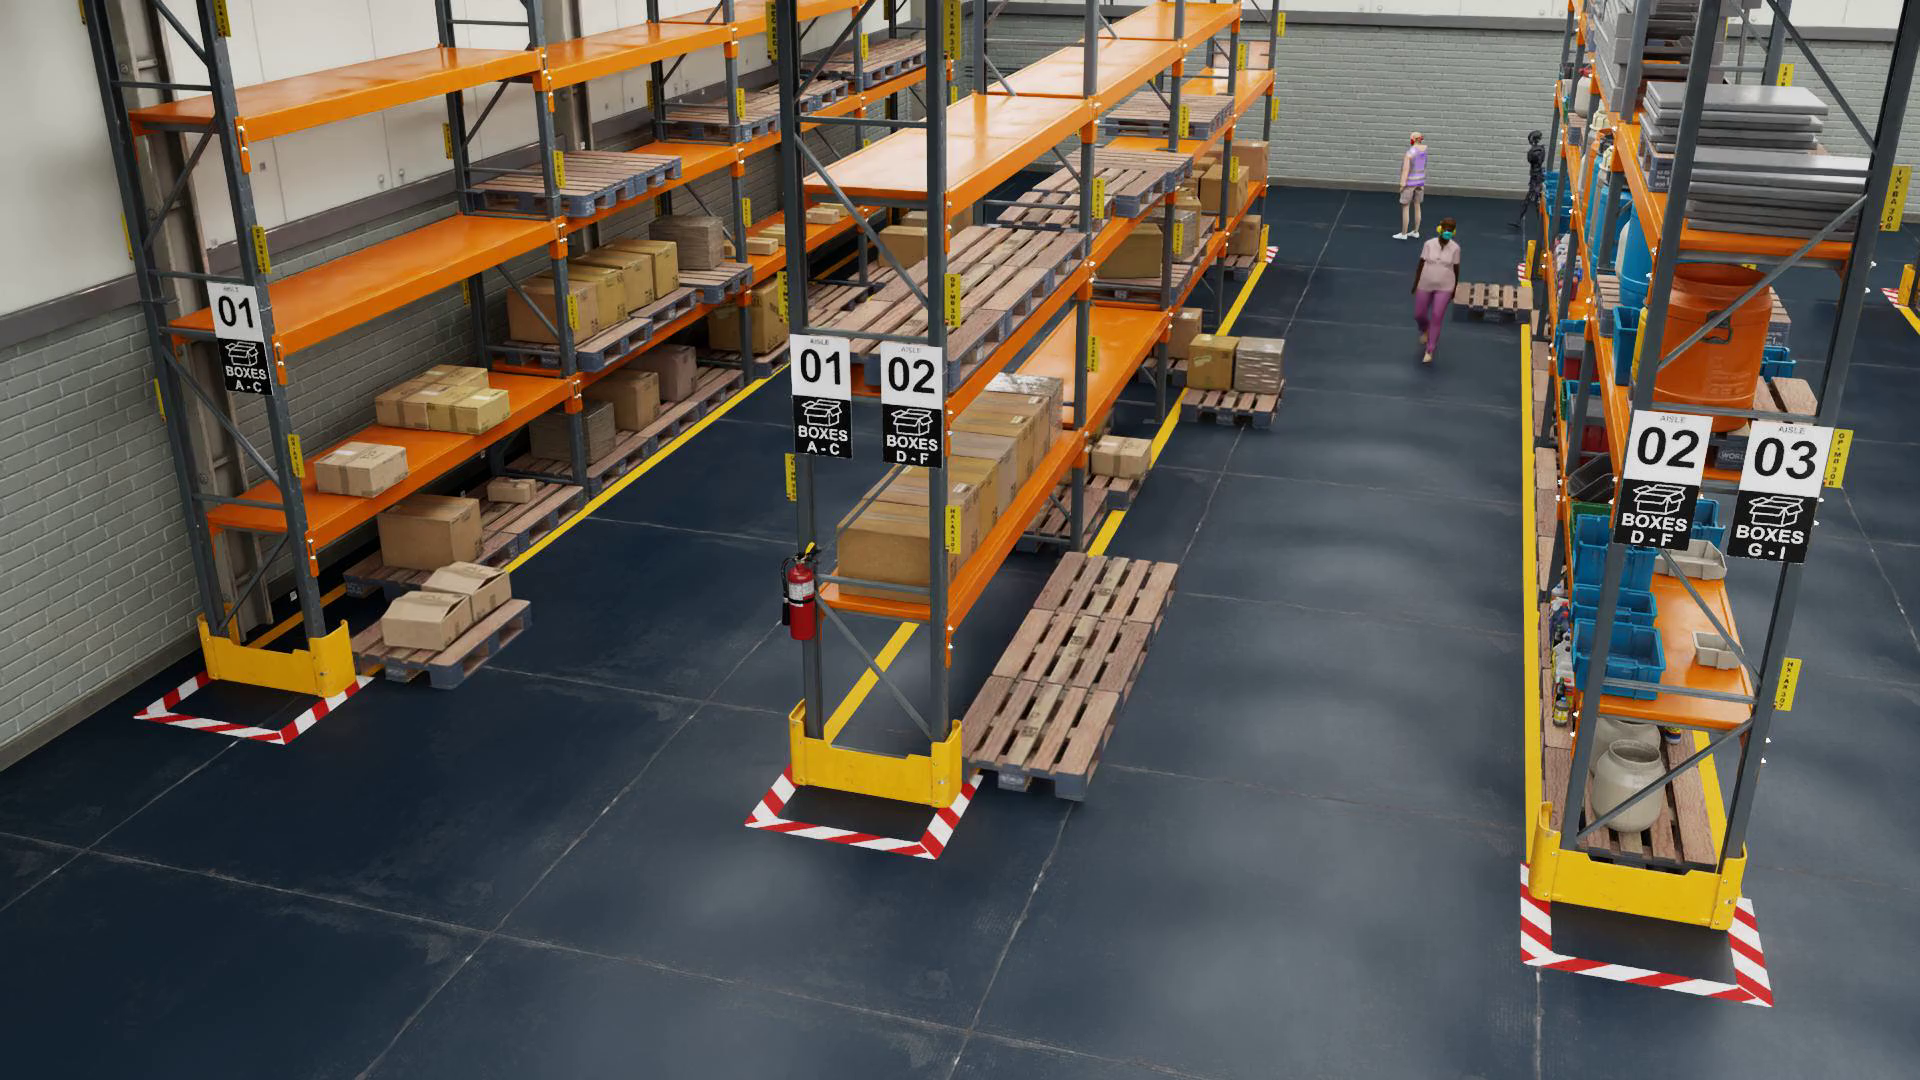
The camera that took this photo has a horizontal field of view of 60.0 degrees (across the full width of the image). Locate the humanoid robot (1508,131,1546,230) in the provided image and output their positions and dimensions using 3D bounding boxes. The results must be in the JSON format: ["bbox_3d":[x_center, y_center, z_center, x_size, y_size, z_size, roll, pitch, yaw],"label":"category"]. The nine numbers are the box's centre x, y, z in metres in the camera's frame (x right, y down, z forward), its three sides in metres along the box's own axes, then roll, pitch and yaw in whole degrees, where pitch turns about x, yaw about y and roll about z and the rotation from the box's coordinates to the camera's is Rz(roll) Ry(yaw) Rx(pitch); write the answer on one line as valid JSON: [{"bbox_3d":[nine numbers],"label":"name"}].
[{"bbox_3d":[9.297,-5.805,26.899,0.662,1.619,0.614,2,23,5],"label":"humanoid robot"}]

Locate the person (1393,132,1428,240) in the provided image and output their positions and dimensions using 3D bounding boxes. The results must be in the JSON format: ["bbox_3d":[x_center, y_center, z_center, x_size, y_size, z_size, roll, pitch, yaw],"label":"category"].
[{"bbox_3d":[7.183,-5.619,26.413,0.491,1.688,0.347,-14,27,-29],"label":"person"}]

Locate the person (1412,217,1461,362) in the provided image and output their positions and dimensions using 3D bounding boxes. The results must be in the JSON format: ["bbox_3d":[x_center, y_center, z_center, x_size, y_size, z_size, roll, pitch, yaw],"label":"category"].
[{"bbox_3d":[5.850,-3.113,20.475,0.535,1.775,0.587,9,25,20],"label":"person"}]
